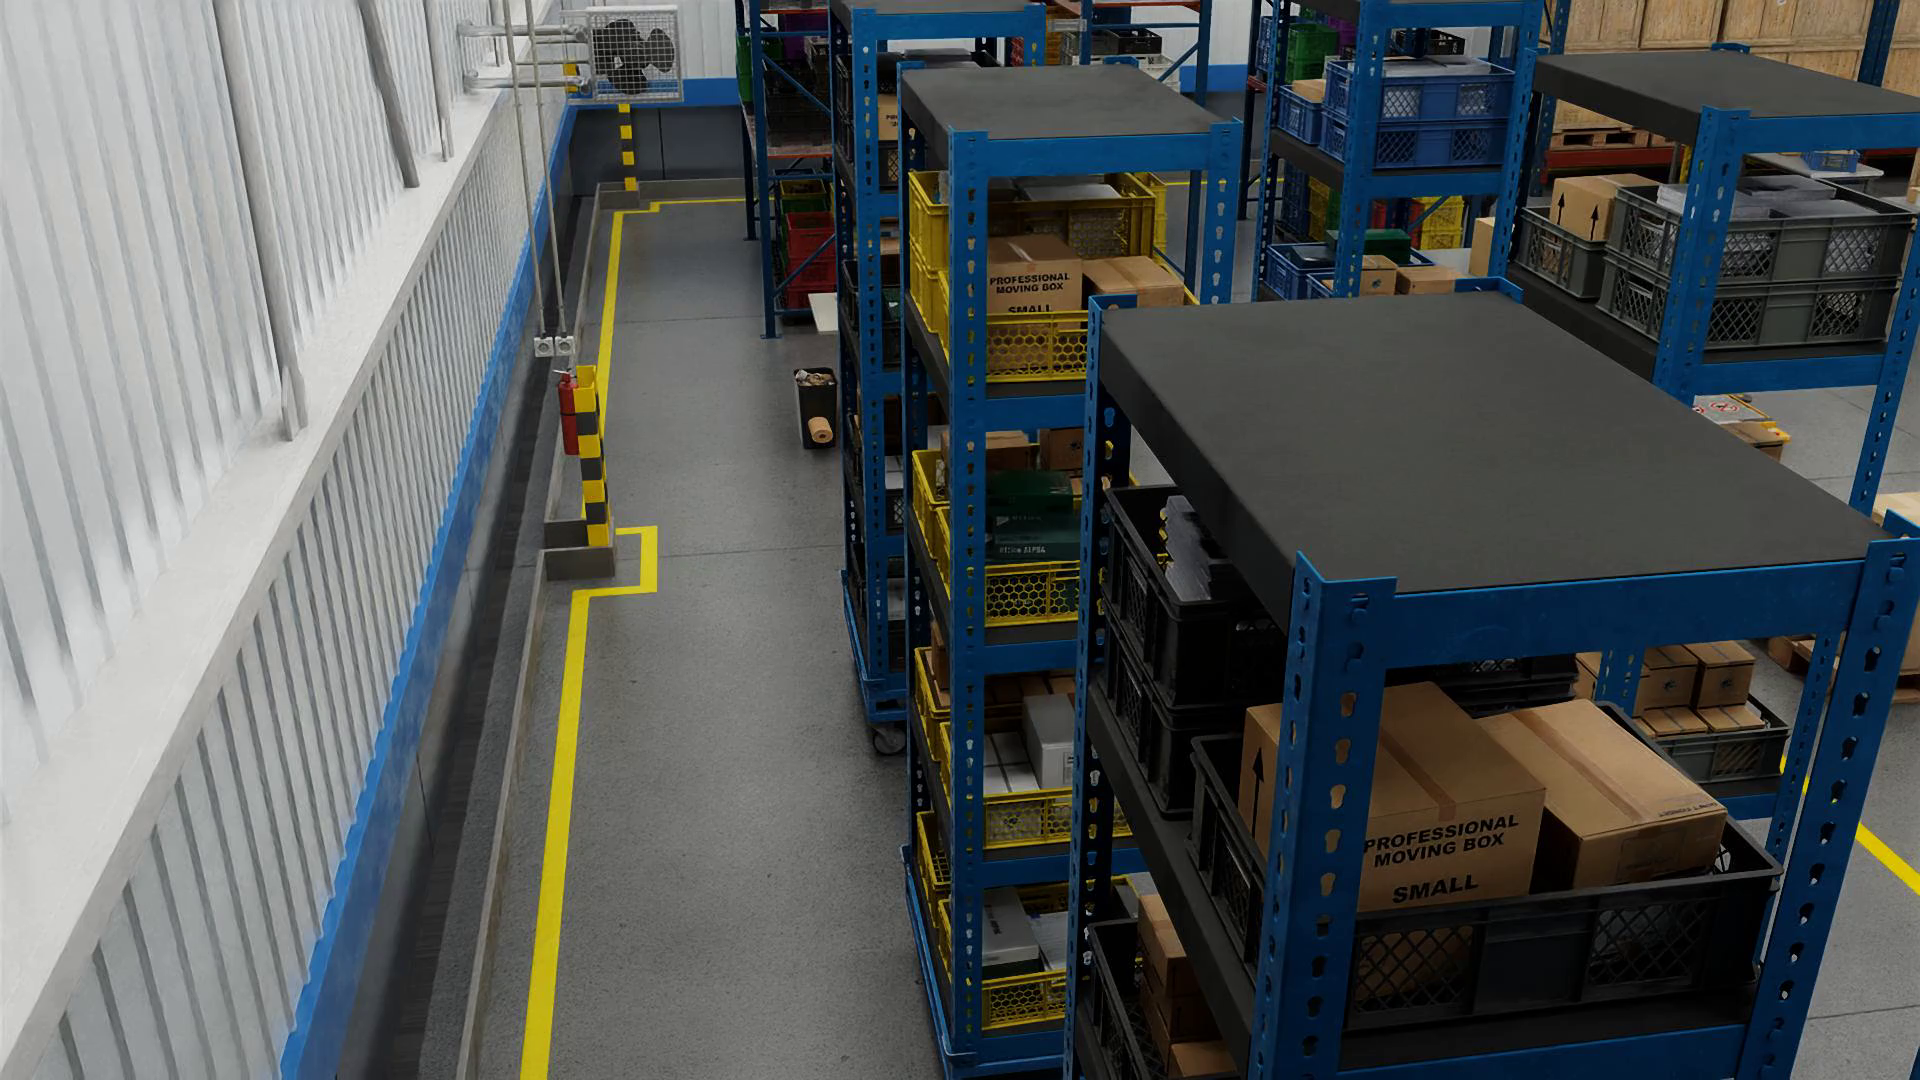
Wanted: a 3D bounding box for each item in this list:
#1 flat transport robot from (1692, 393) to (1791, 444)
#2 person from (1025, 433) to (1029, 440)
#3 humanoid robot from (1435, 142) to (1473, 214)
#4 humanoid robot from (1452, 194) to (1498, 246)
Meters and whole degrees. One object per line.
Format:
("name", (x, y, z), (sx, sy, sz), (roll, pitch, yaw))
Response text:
("flat transport robot", (5.224, -0.859, 12.132), (1.431, 0.197, 0.652), (-4, 25, -8))
("person", (0.126, -0.477, 9.472), (0.638, 1.836, 0.952), (18, 30, 35))
("humanoid robot", (5.025, -3.989, 17.277), (0.610, 1.643, 0.412), (-3, 25, -7))
("humanoid robot", (5.020, -3.439, 16.087), (0.563, 1.650, 0.357), (15, 29, 29))
